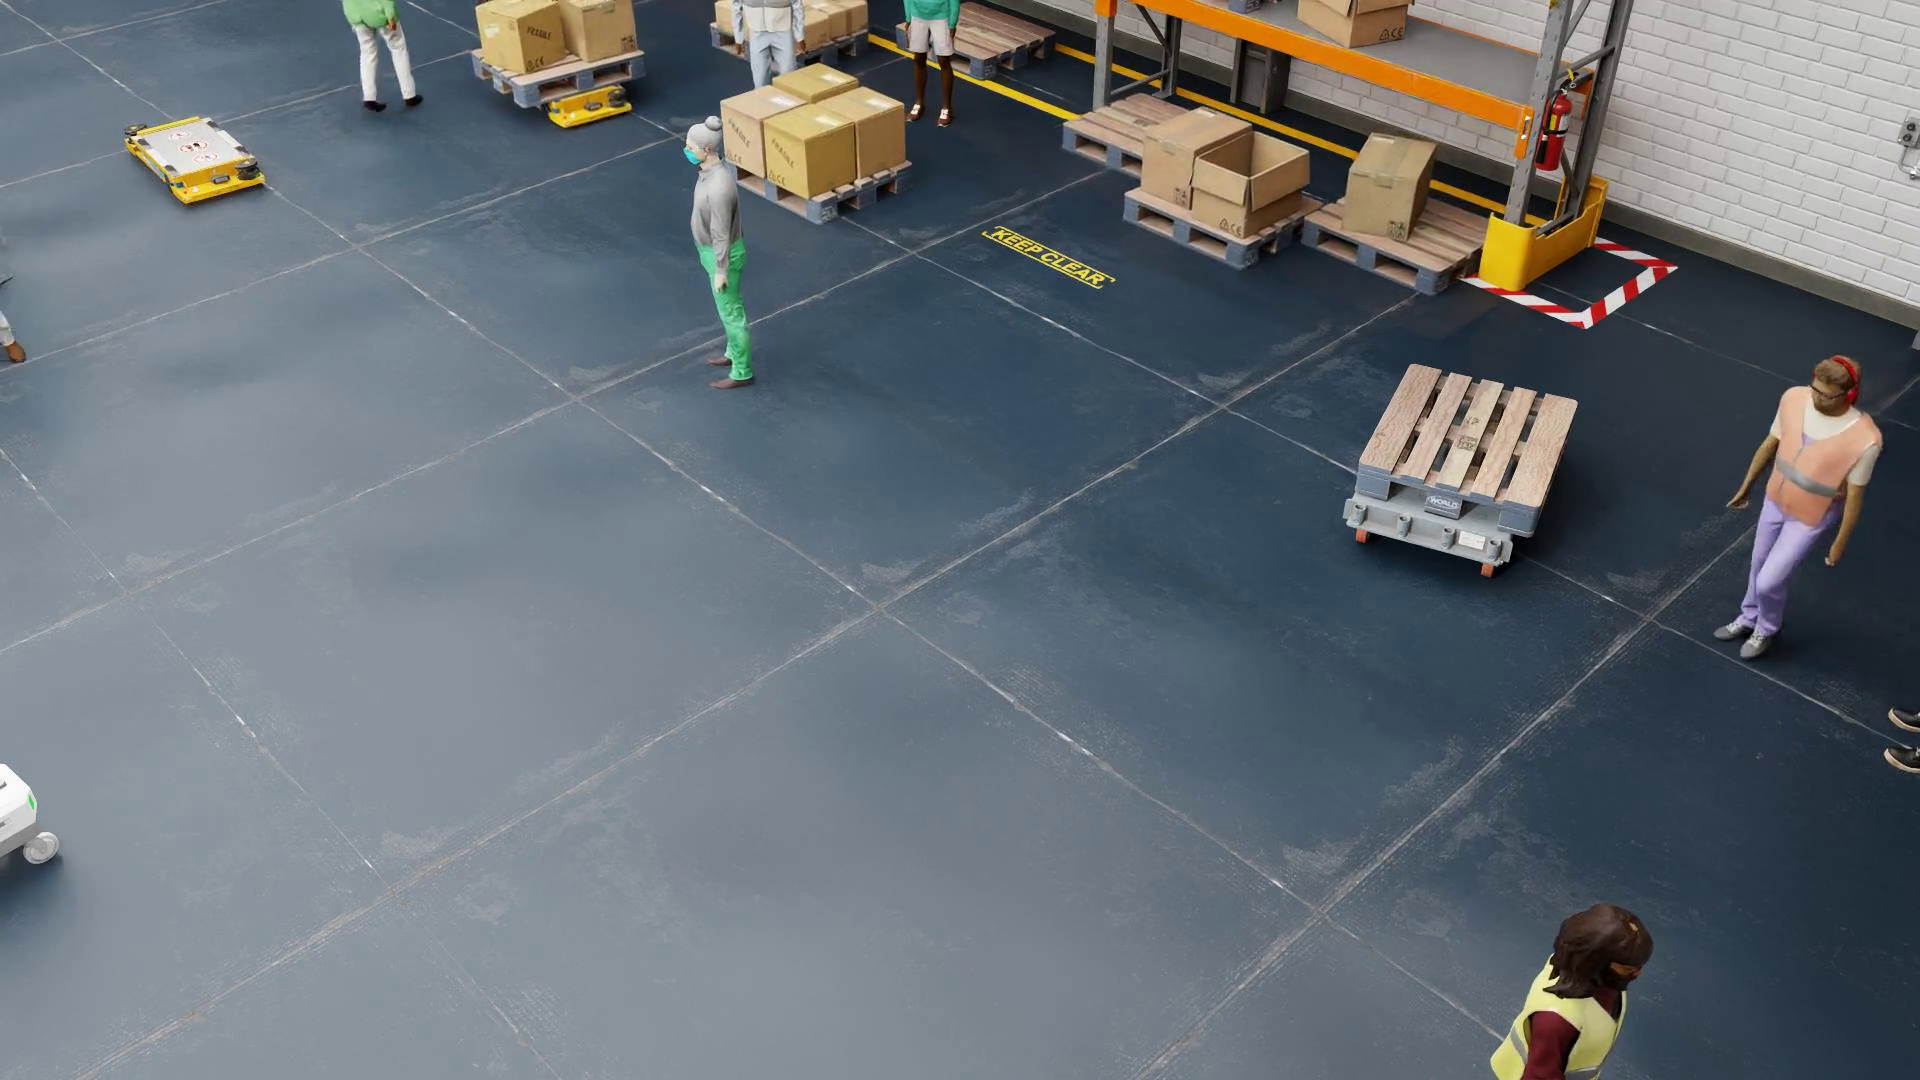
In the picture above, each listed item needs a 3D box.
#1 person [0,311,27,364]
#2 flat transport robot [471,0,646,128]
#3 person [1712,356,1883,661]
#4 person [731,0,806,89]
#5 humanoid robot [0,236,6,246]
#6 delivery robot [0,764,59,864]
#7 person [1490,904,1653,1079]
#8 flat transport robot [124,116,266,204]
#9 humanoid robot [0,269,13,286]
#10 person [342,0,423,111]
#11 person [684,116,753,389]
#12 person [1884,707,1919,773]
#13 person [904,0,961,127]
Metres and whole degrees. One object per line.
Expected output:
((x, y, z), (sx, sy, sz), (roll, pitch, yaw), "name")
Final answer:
((-6.662, -1.895, 10.727), (0.434, 1.853, 0.630), (24, 43, 28), "person")
((-3.580, -4.070, 14.921), (0.659, 0.231, 1.431), (-25, 44, -29), "flat transport robot")
((4.229, -0.145, 8.433), (0.473, 1.822, 0.615), (-14, 39, -18), "person")
((-1.569, -4.196, 13.732), (0.600, 1.907, 0.398), (1, 37, 1), "person")
((-7.496, -2.917, 12.184), (0.541, 1.779, 0.719), (-3, 37, -4), "humanoid robot")
((-4.561, 1.387, 7.476), (0.499, 0.614, 0.791), (26, 44, 30), "delivery robot")
((2.048, 1.884, 5.791), (0.377, 1.775, 0.466), (25, 44, 29), "person")
((-6.335, -3.169, 13.728), (0.659, 0.231, 1.431), (-26, 44, -30), "flat transport robot")
((-7.189, -2.354, 11.503), (0.610, 1.634, 0.676), (9, 38, 12), "humanoid robot")
((-5.099, -4.567, 14.343), (0.560, 1.750, 0.573), (4, 37, 6), "person")
((-1.541, -1.846, 10.674), (0.328, 1.842, 0.515), (-8, 38, -10), "person")
((4.809, 0.282, 7.754), (0.364, 1.962, 0.610), (19, 41, 23), "person")
((-0.230, -4.453, 14.126), (0.499, 1.843, 0.401), (13, 39, 16), "person")
